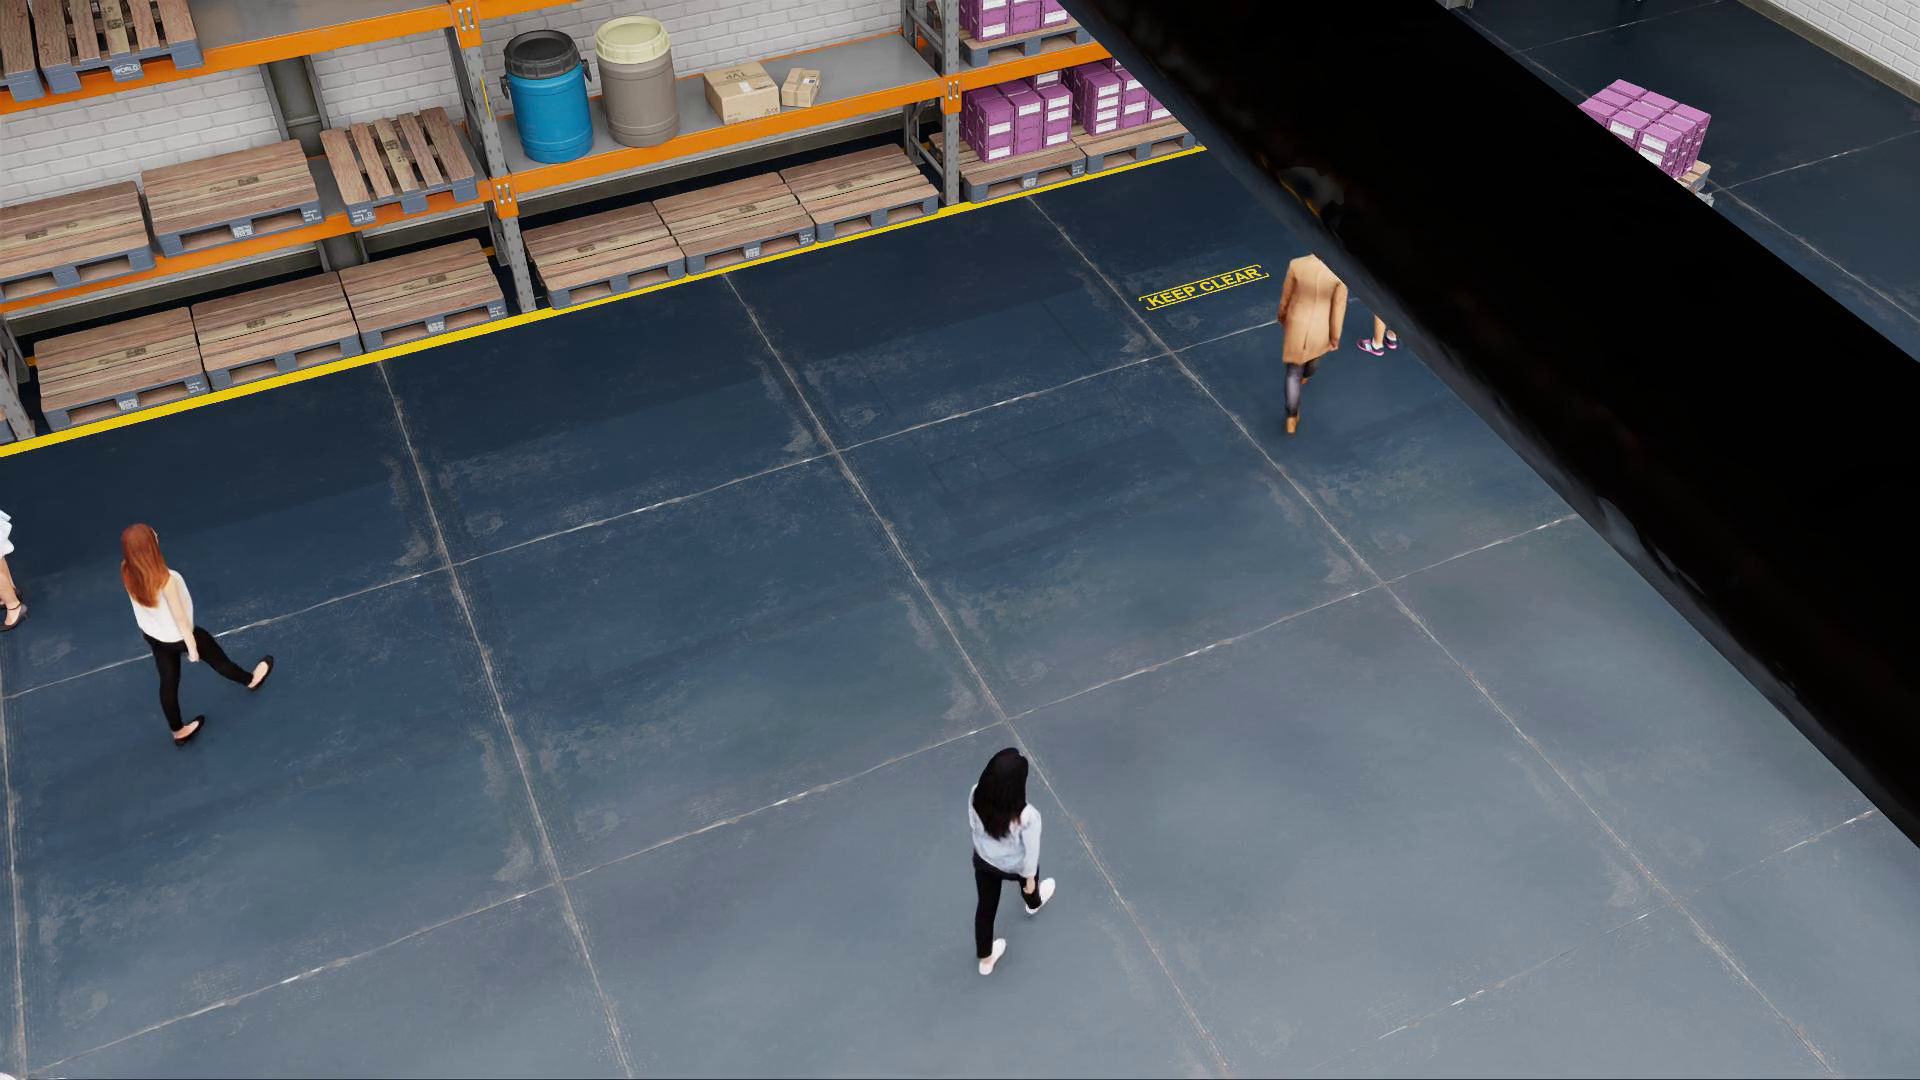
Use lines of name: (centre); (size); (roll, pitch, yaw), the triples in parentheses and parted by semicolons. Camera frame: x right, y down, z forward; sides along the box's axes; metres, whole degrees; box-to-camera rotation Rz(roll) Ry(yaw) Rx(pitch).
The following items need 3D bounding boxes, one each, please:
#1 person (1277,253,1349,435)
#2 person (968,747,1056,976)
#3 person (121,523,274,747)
person: (2.641, -1.569, 12.635); (1.147, 1.677, 1.150); (11, 45, 11)
person: (0.197, 1.809, 9.084); (0.946, 1.686, 1.066); (21, 48, 21)
person: (-4.948, 0.637, 10.315); (1.009, 1.684, 1.088); (15, 46, 15)
